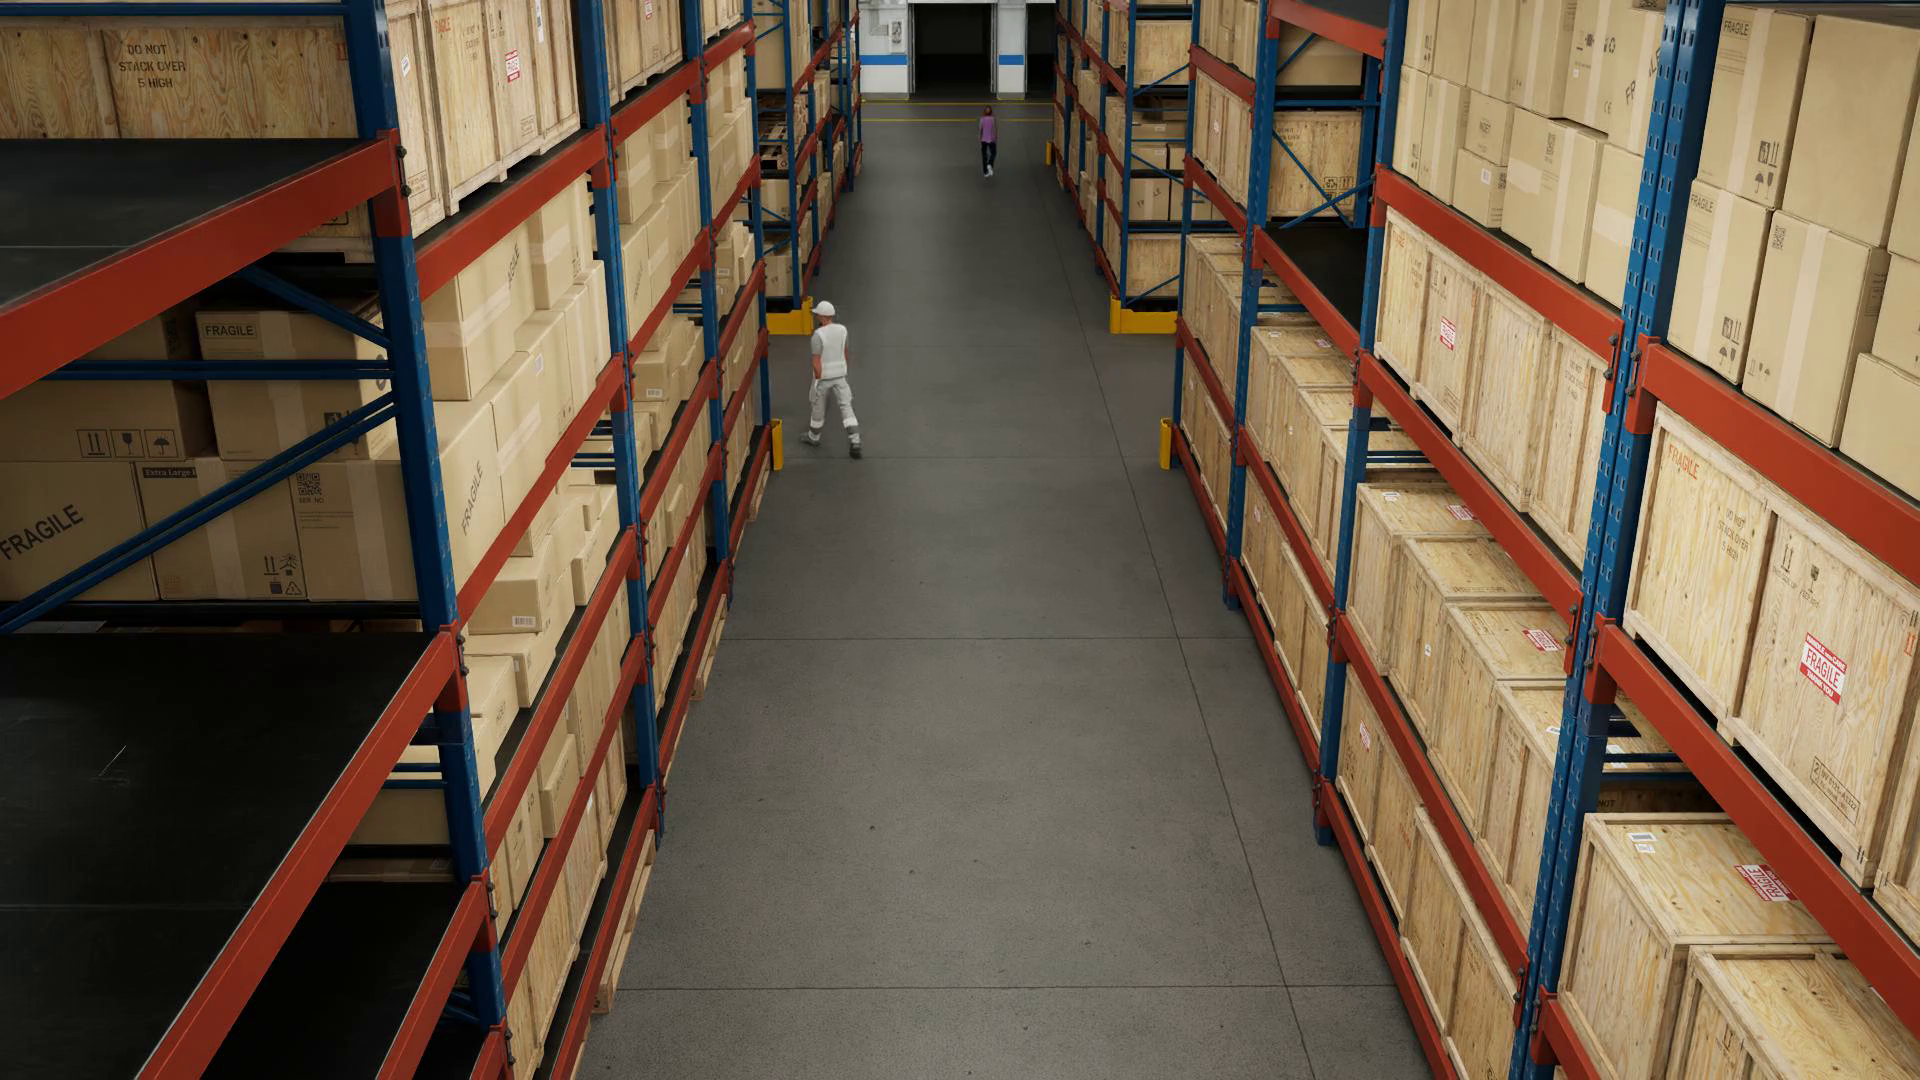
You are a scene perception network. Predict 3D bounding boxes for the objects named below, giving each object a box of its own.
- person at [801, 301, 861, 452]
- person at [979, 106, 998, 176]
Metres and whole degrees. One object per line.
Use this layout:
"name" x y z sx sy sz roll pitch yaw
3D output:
"person" -1.516 -1.908 19.331 0.523 1.764 0.995 -12 25 -29
"person" 0.632 -8.963 37.450 0.422 1.602 0.607 3 22 8
